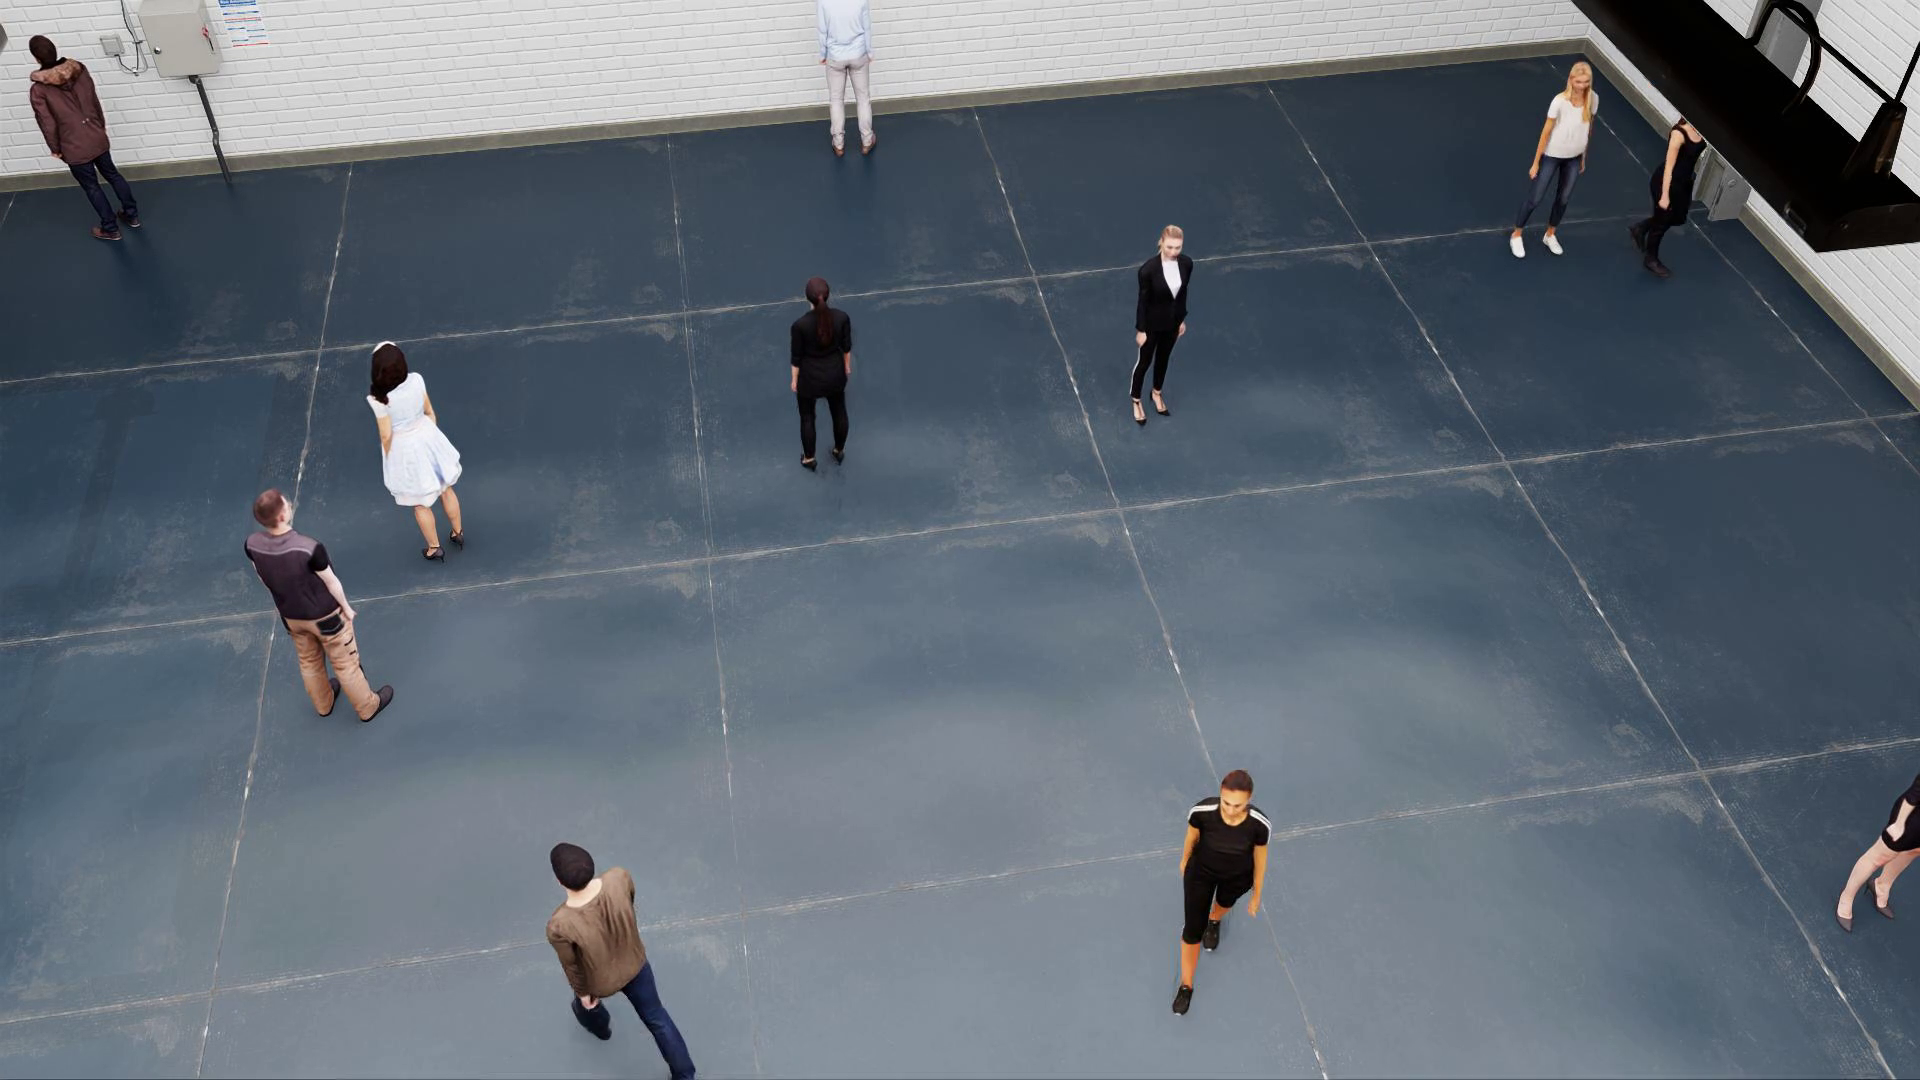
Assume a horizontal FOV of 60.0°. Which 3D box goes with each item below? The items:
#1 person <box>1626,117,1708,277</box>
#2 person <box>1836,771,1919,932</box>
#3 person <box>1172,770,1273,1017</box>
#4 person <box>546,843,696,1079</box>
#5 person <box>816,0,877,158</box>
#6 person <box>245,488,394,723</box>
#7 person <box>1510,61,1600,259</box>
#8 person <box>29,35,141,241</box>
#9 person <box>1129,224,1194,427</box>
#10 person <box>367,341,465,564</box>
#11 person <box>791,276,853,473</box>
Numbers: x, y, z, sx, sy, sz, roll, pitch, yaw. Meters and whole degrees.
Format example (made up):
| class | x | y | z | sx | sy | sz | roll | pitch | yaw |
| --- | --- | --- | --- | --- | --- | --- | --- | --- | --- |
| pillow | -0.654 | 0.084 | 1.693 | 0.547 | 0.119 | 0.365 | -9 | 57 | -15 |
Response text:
| class | x | y | z | sx | sy | sz | roll | pitch | yaw |
| --- | --- | --- | --- | --- | --- | --- | --- | --- | --- |
| person | 5.870 | -2.988 | 13.858 | 0.779 | 1.674 | 0.873 | -30 | 51 | -28 |
| person | 5.252 | 1.500 | 9.051 | 0.604 | 1.807 | 0.505 | -10 | 44 | -10 |
| person | 1.420 | 1.716 | 8.948 | 0.871 | 1.636 | 1.101 | 10 | 45 | 11 |
| person | -1.697 | 2.166 | 8.320 | 1.076 | 1.852 | 1.282 | -32 | 52 | -29 |
| person | -1.033 | -4.411 | 15.192 | 0.682 | 1.894 | 0.608 | -2 | 44 | -2 |
| person | -3.977 | 0.414 | 10.164 | 0.760 | 1.844 | 0.727 | 8 | 44 | 9 |
| person | 5.022 | -3.219 | 14.012 | 0.620 | 1.796 | 0.502 | -10 | 45 | -10 |
| person | -7.501 | -3.430 | 14.197 | 0.924 | 1.847 | 0.835 | 20 | 47 | 20 |
| person | 1.487 | -1.615 | 12.395 | 0.659 | 1.705 | 0.609 | -18 | 46 | -18 |
| person | -3.666 | -0.580 | 11.227 | 0.905 | 1.818 | 0.854 | 34 | 53 | 30 |
| person | -0.978 | -1.152 | 11.942 | 0.664 | 1.659 | 0.615 | -16 | 46 | -16 |
